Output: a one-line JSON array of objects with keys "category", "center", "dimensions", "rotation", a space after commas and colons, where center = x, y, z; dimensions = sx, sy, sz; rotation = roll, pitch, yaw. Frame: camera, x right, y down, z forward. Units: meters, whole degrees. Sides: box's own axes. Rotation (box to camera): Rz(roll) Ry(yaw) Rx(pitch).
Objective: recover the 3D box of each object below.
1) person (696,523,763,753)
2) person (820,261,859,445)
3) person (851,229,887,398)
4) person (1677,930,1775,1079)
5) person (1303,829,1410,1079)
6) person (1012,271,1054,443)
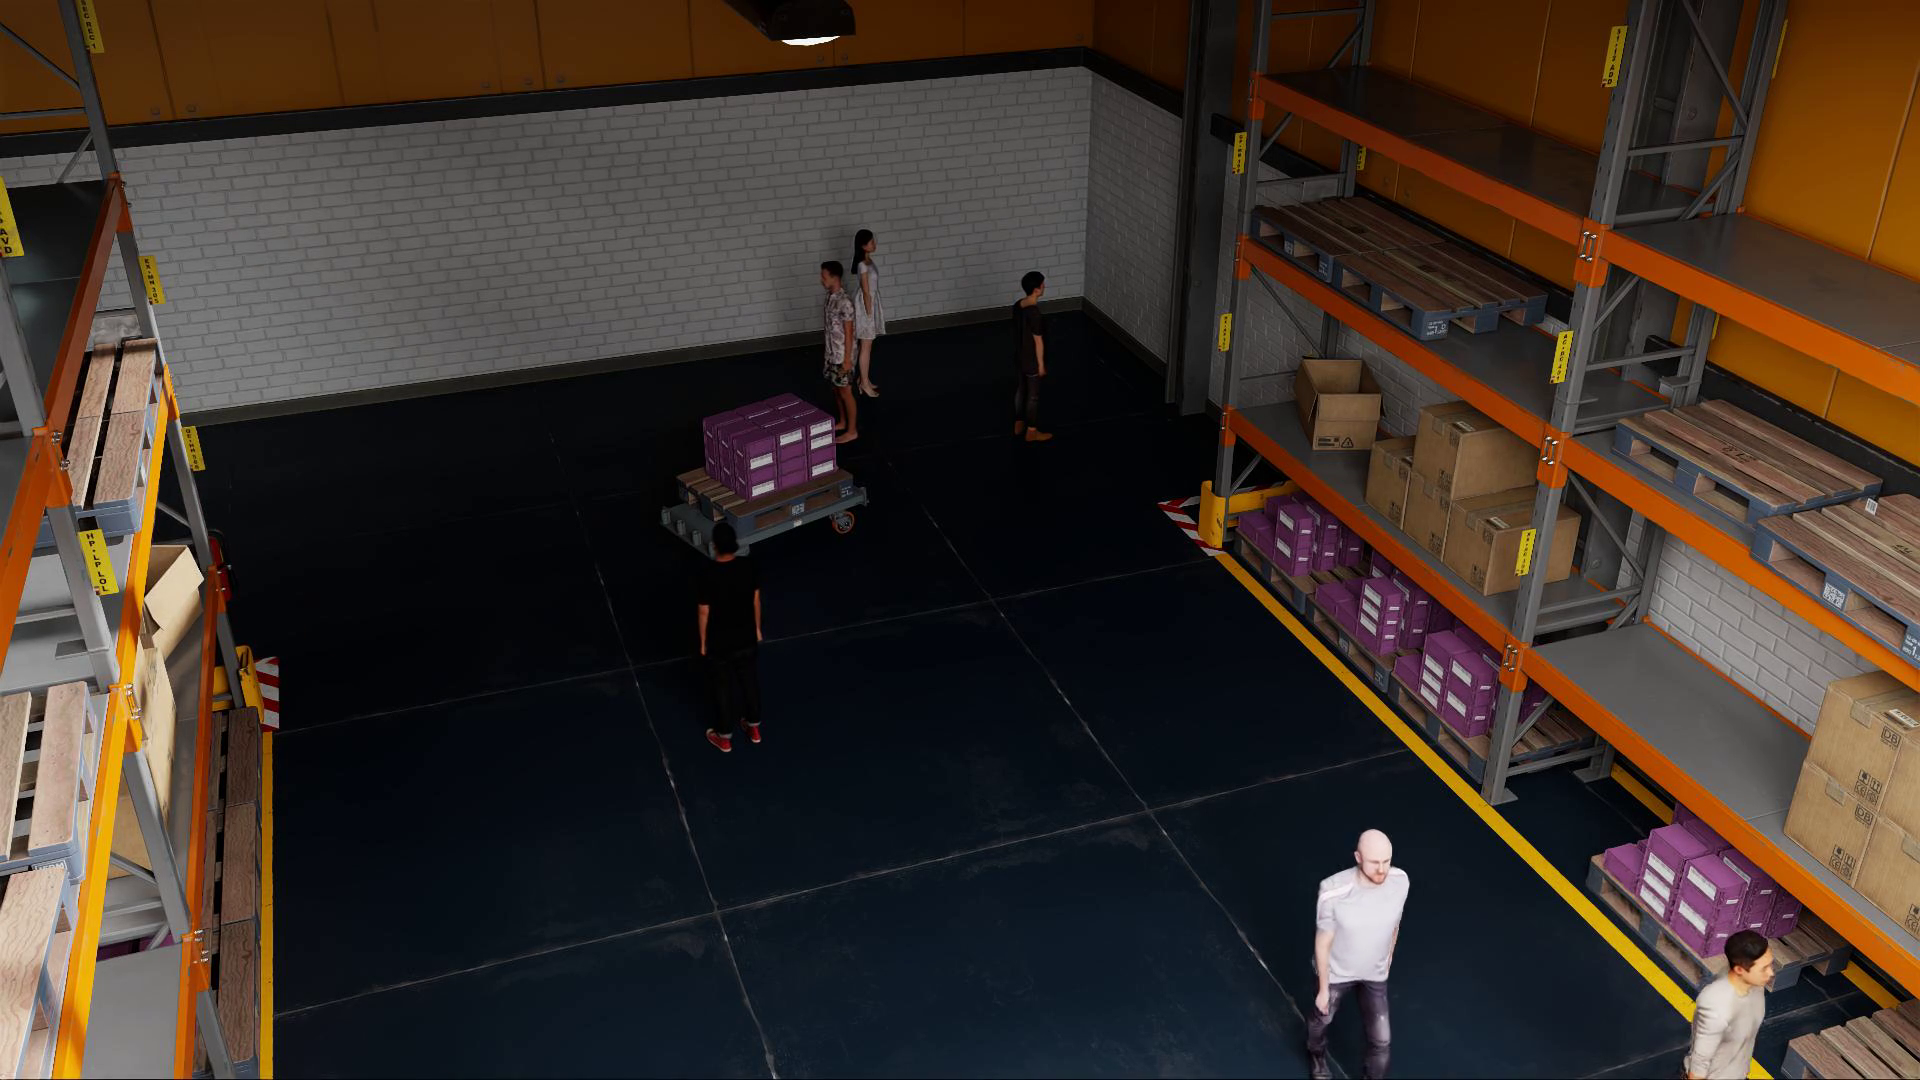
[{"category": "person", "center": [-1.599, 0.677, 11.677], "dimensions": [0.667, 1.756, 0.623], "rotation": [-18, 33, -29]}, {"category": "person", "center": [-1.156, -1.860, 16.271], "dimensions": [0.756, 1.810, 0.551], "rotation": [-14, 31, -23]}, {"category": "person", "center": [-0.963, -2.352, 17.211], "dimensions": [0.781, 1.775, 0.665], "rotation": [-2, 29, -3]}, {"category": "person", "center": [3.617, 2.573, 8.162], "dimensions": [1.075, 1.794, 0.923], "rotation": [24, 37, 37]}, {"category": "person", "center": [2.047, 2.206, 8.820], "dimensions": [0.788, 1.808, 0.992], "rotation": [-3, 29, -5]}, {"category": "person", "center": [0.681, -1.804, 16.266], "dimensions": [0.701, 1.717, 0.516], "rotation": [-13, 31, -23]}]
